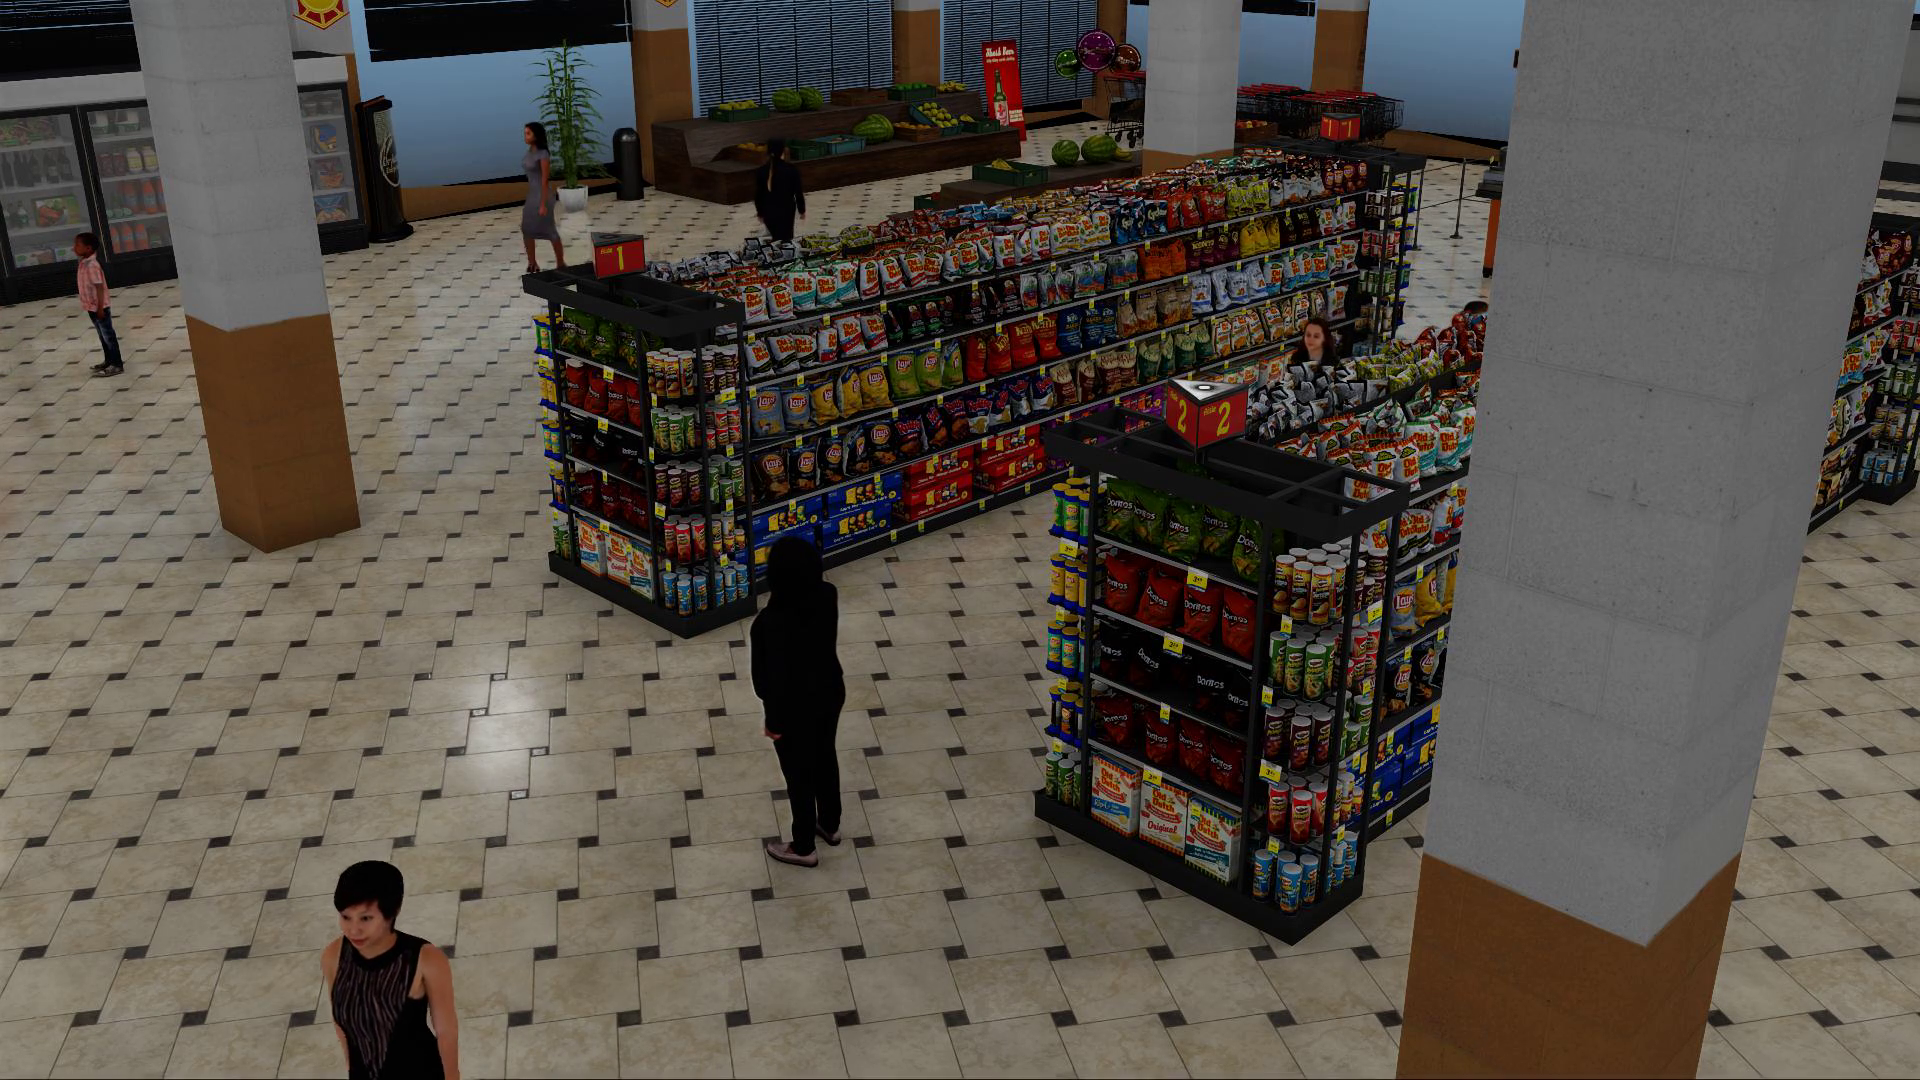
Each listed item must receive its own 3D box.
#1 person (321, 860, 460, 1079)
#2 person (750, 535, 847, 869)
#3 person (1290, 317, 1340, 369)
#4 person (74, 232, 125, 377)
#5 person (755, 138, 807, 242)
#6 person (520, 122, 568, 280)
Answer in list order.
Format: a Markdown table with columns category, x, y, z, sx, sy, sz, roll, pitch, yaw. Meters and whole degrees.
| category | x | y | z | sx | sy | sz | roll | pitch | yaw |
| --- | --- | --- | --- | --- | --- | --- | --- | --- | --- |
| person | -1.725 | 1.683 | 5.309 | 0.980 | 1.568 | 1.102 | 2 | 22 | 5 |
| person | -0.713 | 0.728 | 7.622 | 0.761 | 1.615 | 0.641 | 12 | 25 | 28 |
| person | 2.504 | -0.876 | 11.809 | 0.662 | 1.469 | 0.761 | 12 | 25 | 27 |
| person | -7.898 | -2.167 | 15.240 | 0.483 | 1.306 | 0.518 | -18 | 28 | -37 |
| person | -1.965 | -3.470 | 18.039 | 1.002 | 1.637 | 1.202 | 7 | 23 | 16 |
| person | -4.606 | -3.783 | 18.649 | 0.773 | 1.764 | 0.652 | -18 | 28 | -37 |
